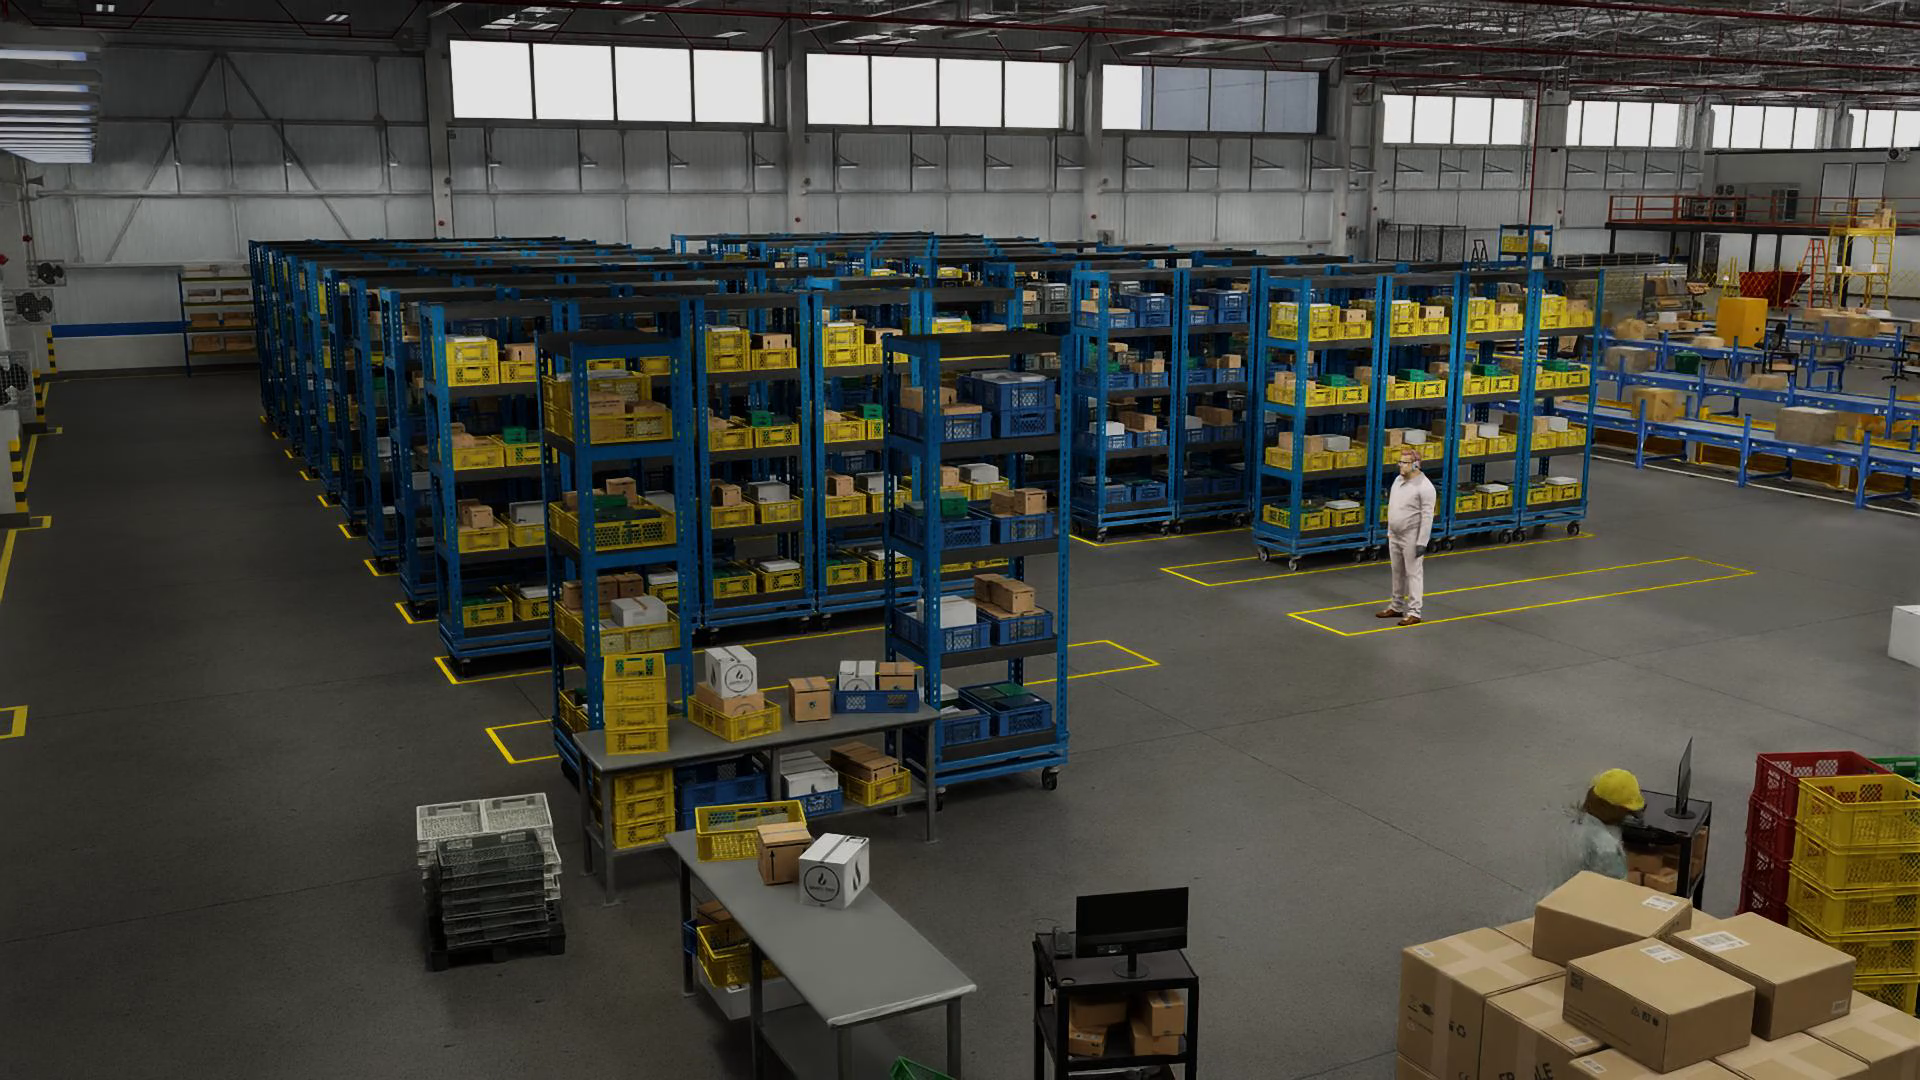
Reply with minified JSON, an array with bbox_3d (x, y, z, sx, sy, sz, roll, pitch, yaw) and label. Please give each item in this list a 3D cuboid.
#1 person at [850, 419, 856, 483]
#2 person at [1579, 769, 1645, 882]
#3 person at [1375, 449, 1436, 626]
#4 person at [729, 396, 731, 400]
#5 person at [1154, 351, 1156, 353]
[{"bbox_3d":[-1.275,-1.035,22.465,0.635,1.986,0.397,-6,14,-27],"label":"person"},{"bbox_3d":[3.352,2.004,8.893,0.535,1.704,0.522,3,12,13],"label":"person"},{"bbox_3d":[4.816,-0.036,17.973,0.409,1.909,0.640,-5,13,-22],"label":"person"},{"bbox_3d":[-4.436,-3.115,32.577,0.573,1.829,0.645,-6,13,-25],"label":"person"},{"bbox_3d":[4.286,-4.365,38.461,0.818,1.809,0.596,7,14,29],"label":"person"}]
